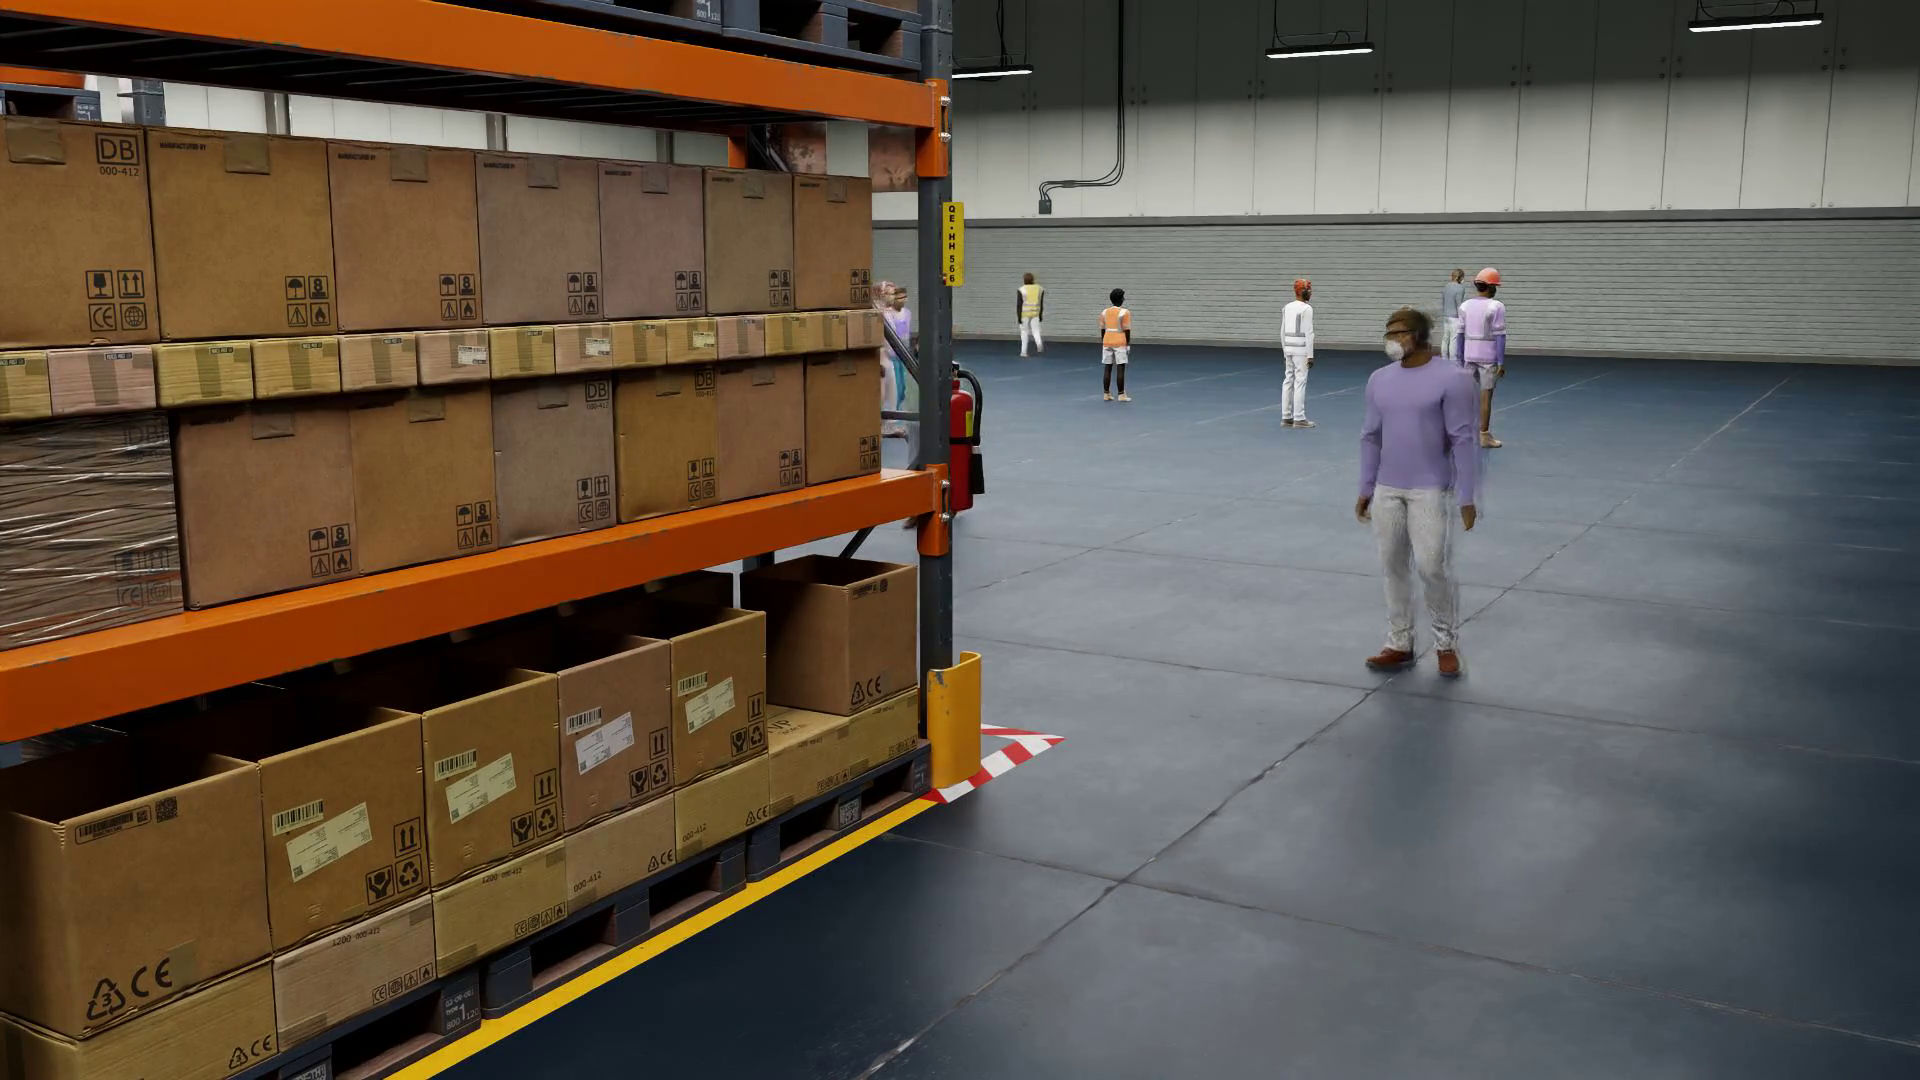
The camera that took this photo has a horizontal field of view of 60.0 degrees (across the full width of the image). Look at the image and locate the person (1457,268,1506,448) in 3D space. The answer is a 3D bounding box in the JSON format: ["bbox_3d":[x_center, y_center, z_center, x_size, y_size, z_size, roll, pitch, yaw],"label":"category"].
[{"bbox_3d":[5.954,-2.067,18.936,0.392,2.041,0.615,-7,12,-36],"label":"person"}]

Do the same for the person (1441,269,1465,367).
[{"bbox_3d":[9.540,-4.269,32.152,0.379,1.933,0.629,-3,10,-15],"label":"person"}]

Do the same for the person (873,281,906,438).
[{"bbox_3d":[-1.021,-2.132,19.783,0.773,1.885,0.660,1,10,8],"label":"person"}]

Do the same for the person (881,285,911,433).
[{"bbox_3d":[-0.801,-2.215,20.451,0.464,1.819,0.637,5,11,27],"label":"person"}]

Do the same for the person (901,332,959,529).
[{"bbox_3d":[-0.219,-0.920,13.515,0.508,1.599,0.803,5,11,25],"label":"person"}]

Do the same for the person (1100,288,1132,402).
[{"bbox_3d":[2.325,-2.899,24.815,0.535,1.697,0.322,9,13,41],"label":"person"}]

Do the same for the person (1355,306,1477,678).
[{"bbox_3d":[2.399,-0.244,8.693,0.401,1.913,0.720,-8,13,-39],"label":"person"}]

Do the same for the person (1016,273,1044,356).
[{"bbox_3d":[1.528,-4.880,36.048,0.637,1.820,0.634,-3,10,-19],"label":"person"}]

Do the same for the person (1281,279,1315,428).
[{"bbox_3d":[4.308,-2.371,21.177,0.337,1.882,0.583,-4,11,-23],"label":"person"}]
